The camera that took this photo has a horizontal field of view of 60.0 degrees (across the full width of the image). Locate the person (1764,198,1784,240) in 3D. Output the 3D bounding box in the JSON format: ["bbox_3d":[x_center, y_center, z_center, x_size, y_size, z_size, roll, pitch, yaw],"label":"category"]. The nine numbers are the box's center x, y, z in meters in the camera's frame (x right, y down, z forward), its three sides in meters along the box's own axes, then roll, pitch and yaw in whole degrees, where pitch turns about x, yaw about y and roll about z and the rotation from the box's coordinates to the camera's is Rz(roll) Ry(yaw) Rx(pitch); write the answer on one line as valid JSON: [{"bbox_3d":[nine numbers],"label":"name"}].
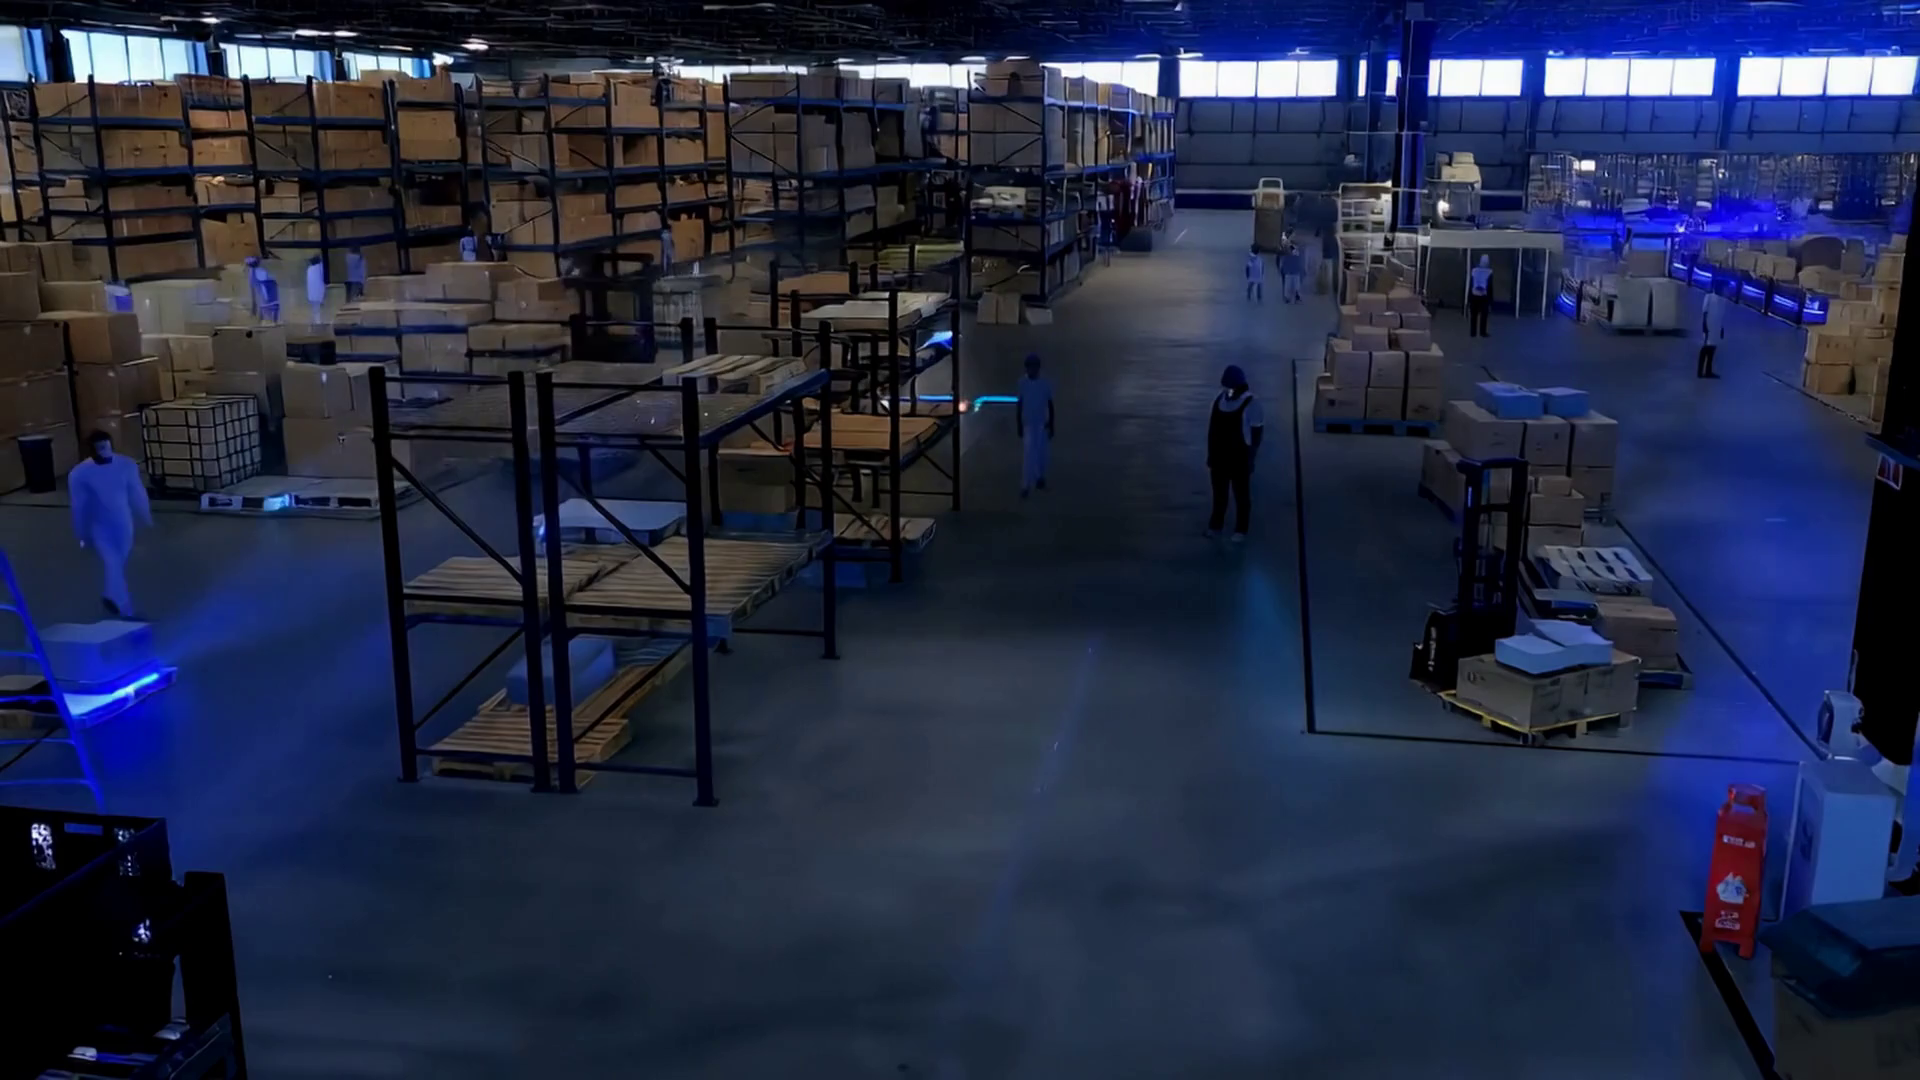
[{"bbox_3d":[34.752,-13.688,70.979,0.757,1.804,0.601,-5,15,-19],"label":"person"}]

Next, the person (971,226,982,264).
[{"bbox_3d":[0.611,-10.527,58.348,0.668,1.727,0.293,0,14,0],"label":"person"}]

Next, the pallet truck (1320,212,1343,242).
[{"bbox_3d":[15.874,-13.227,70.310,0.680,1.201,1.601,10,17,35],"label":"pallet truck"}]

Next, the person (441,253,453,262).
[{"bbox_3d":[-11.435,-5.432,37.191,0.359,1.939,0.635,-2,14,-10],"label":"person"}]

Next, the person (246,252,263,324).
[{"bbox_3d":[-16.203,-5.669,38.252,0.978,1.882,0.565,-11,17,-37],"label":"person"}]

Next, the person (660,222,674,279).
[{"bbox_3d":[-8.752,-8.568,49.929,0.367,1.939,0.635,-10,17,-35],"label":"person"}]

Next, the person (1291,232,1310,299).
[{"bbox_3d":[9.454,-7.686,46.558,0.646,1.863,0.999,-3,14,-12],"label":"person"}]

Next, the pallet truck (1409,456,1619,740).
[{"bbox_3d":[4.504,0.400,13.395,0.823,1.965,1.885,-6,15,-23],"label":"pallet truck"}]

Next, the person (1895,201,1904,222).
[{"bbox_3d":[38.815,-13.157,68.946,0.700,1.739,0.560,5,15,20],"label":"person"}]

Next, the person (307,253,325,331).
[{"bbox_3d":[-14.059,-5.263,36.388,0.372,1.997,0.620,-9,17,-33],"label":"person"}]

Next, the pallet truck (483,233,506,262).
[{"bbox_3d":[-11.832,-7.026,43.548,1.885,1.965,0.823,8,16,28],"label":"pallet truck"}]

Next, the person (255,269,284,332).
[{"bbox_3d":[-14.434,-4.756,34.760,0.973,1.795,0.644,5,15,20],"label":"person"}]

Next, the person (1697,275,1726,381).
[{"bbox_3d":[14.187,-3.997,31.311,0.600,1.967,0.367,-10,17,-35],"label":"person"}]

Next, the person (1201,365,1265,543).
[{"bbox_3d":[3.069,-0.984,18.926,0.678,2.000,0.537,13,19,42],"label":"person"}]

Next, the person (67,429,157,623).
[{"bbox_3d":[-8.088,-0.138,15.832,1.036,1.892,0.647,10,17,35],"label":"person"}]

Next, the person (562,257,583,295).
[{"bbox_3d":[-9.349,-6.019,40.217,0.524,1.631,0.318,-1,14,-3],"label":"person"}]

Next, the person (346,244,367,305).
[{"bbox_3d":[-15.215,-6.604,42.259,0.617,1.791,0.939,5,15,20],"label":"person"}]

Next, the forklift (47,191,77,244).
[{"bbox_3d":[-27.278,-9.245,50.739,1.129,2.768,1.873,3,14,10],"label":"forklift"}]

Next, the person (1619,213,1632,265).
[{"bbox_3d":[23.232,-10.507,58.059,0.403,1.817,0.602,9,16,32],"label":"person"}]

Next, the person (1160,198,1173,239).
[{"bbox_3d":[8.896,-13.829,71.653,0.546,1.751,0.449,1,14,4],"label":"person"}]

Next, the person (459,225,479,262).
[{"bbox_3d":[-14.222,-8.146,48.220,0.542,1.938,0.357,-4,14,-15],"label":"person"}]

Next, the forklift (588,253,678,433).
[{"bbox_3d":[-5.026,-2.910,25.018,1.129,2.768,1.873,3,14,10],"label":"forklift"}]

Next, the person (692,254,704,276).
[{"bbox_3d":[-6.564,-6.354,41.603,0.411,1.610,0.540,-1,14,-3],"label":"person"}]

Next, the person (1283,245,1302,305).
[{"bbox_3d":[8.950,-7.104,44.687,0.536,1.595,0.817,-1,14,-4],"label":"person"}]

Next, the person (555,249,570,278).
[{"bbox_3d":[-10.236,-6.706,42.983,0.865,1.633,0.550,-12,18,-41],"label":"person"}]

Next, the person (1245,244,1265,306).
[{"bbox_3d":[7.915,-7.132,44.692,0.548,1.644,0.895,-2,14,-8],"label":"person"}]

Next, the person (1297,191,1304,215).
[{"bbox_3d":[17.308,-16.961,84.648,0.518,1.627,0.435,-11,18,-39],"label":"person"}]

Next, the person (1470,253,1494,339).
[{"bbox_3d":[11.773,-5.506,37.537,0.391,1.920,0.593,-11,18,-38],"label":"person"}]

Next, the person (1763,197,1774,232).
[{"bbox_3d":[34.754,-13.893,71.810,0.772,1.819,0.579,6,15,22],"label":"person"}]

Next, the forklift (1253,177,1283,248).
[{"bbox_3d":[12.083,-12.747,64.956,1.129,2.768,1.873,3,14,10],"label":"forklift"}]

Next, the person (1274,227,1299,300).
[{"bbox_3d":[9.031,-7.656,46.080,0.650,2.004,0.852,3,14,13],"label":"person"}]

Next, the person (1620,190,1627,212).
[{"bbox_3d":[35.789,-18.237,89.564,0.325,1.752,0.563,-11,17,-37],"label":"person"}]

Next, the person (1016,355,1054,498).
[{"bbox_3d":[0.968,-1.489,21.437,0.512,1.823,0.980,2,14,8],"label":"person"}]

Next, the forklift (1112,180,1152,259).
[{"bbox_3d":[6.082,-11.722,60.796,1.873,2.768,1.129,2,14,9],"label":"forklift"}]

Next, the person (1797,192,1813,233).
[{"bbox_3d":[36.824,-14.160,72.518,0.674,1.995,0.563,-5,15,-19],"label":"person"}]
